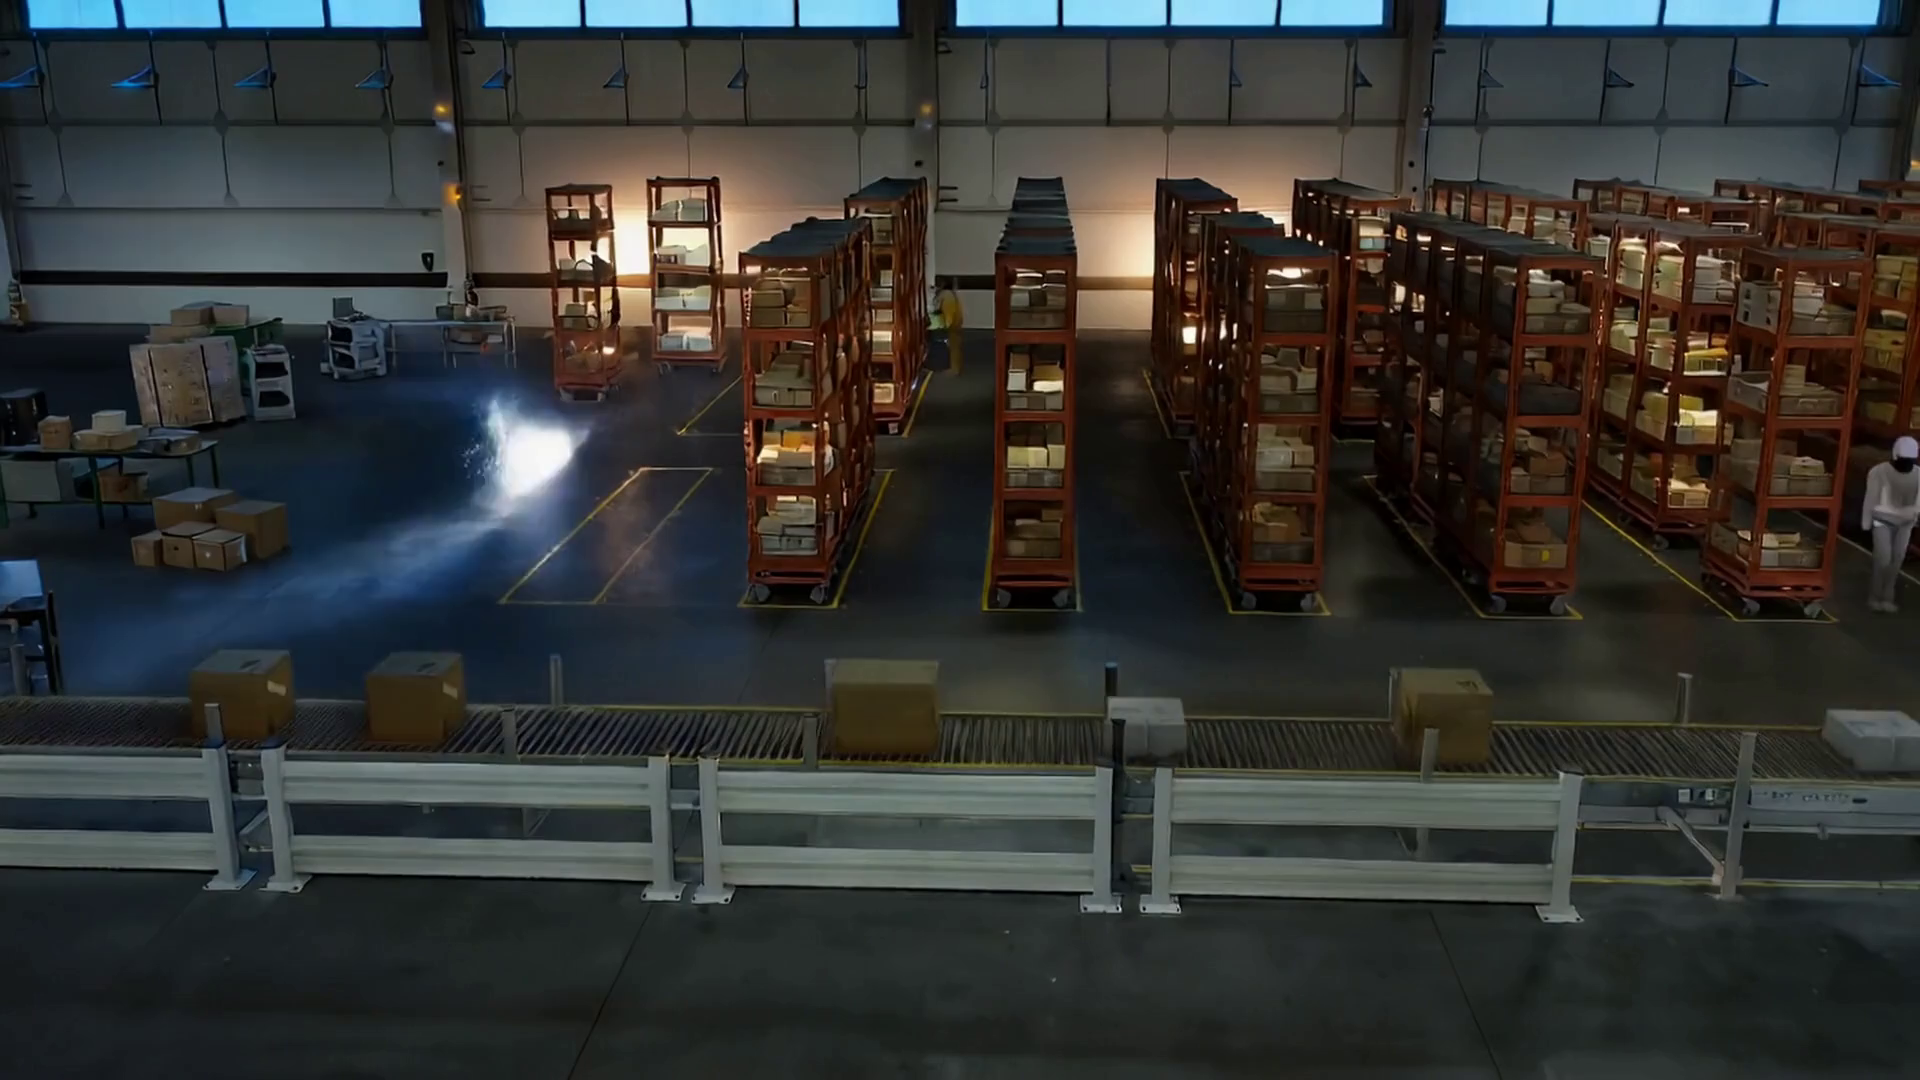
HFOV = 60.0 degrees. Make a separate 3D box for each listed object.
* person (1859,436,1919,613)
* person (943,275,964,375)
[{"bbox_3d":[9.357,-0.152,16.646,0.620,1.812,0.460,0,15,-2],"label":"person"},{"bbox_3d":[-0.119,-3.972,30.846,0.401,1.830,0.614,0,15,0],"label":"person"}]
